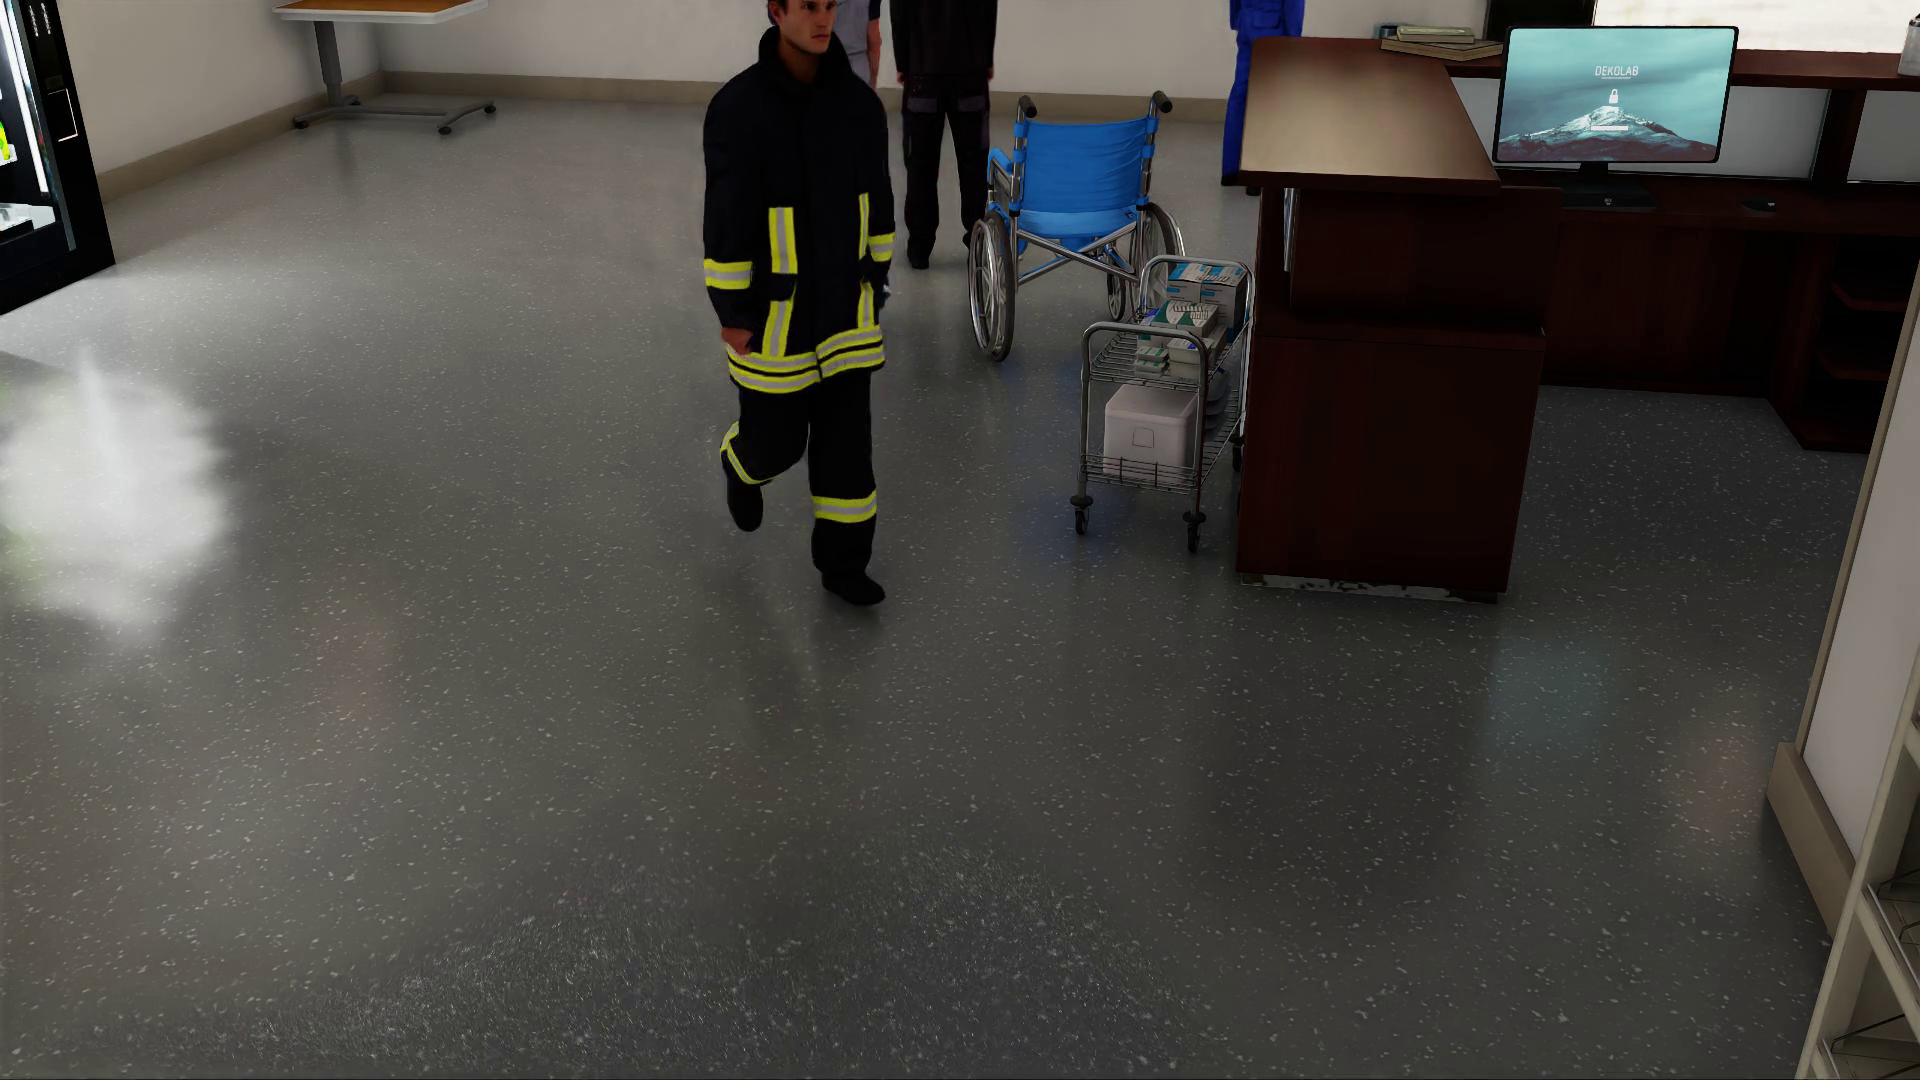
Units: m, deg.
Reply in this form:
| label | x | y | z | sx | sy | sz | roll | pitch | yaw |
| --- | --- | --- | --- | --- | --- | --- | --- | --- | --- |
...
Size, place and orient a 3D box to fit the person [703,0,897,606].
| label | x | y | z | sx | sy | sz | roll | pitch | yaw |
| --- | --- | --- | --- | --- | --- | --- | --- | --- | --- |
| person | -0.509 | -0.749 | 4.931 | 1.137 | 1.910 | 1.214 | -15 | 30 | -29 |

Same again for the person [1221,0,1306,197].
| label | x | y | z | sx | sy | sz | roll | pitch | yaw |
| --- | --- | --- | --- | --- | --- | --- | --- | --- | --- |
| person | 1.748 | -2.929 | 9.547 | 0.861 | 1.826 | 0.737 | -11 | 28 | -22 |

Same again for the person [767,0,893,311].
| label | x | y | z | sx | sy | sz | roll | pitch | yaw |
| --- | --- | --- | --- | --- | --- | --- | --- | --- | --- |
| person | -0.535 | -1.887 | 7.425 | 1.084 | 1.792 | 1.278 | -9 | 27 | -19 |

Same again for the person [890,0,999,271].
| label | x | y | z | sx | sy | sz | roll | pitch | yaw |
| --- | --- | --- | --- | --- | --- | --- | --- | --- | --- |
| person | -0.065 | -2.290 | 8.119 | 0.716 | 1.915 | 0.627 | 1 | 26 | 2 |
